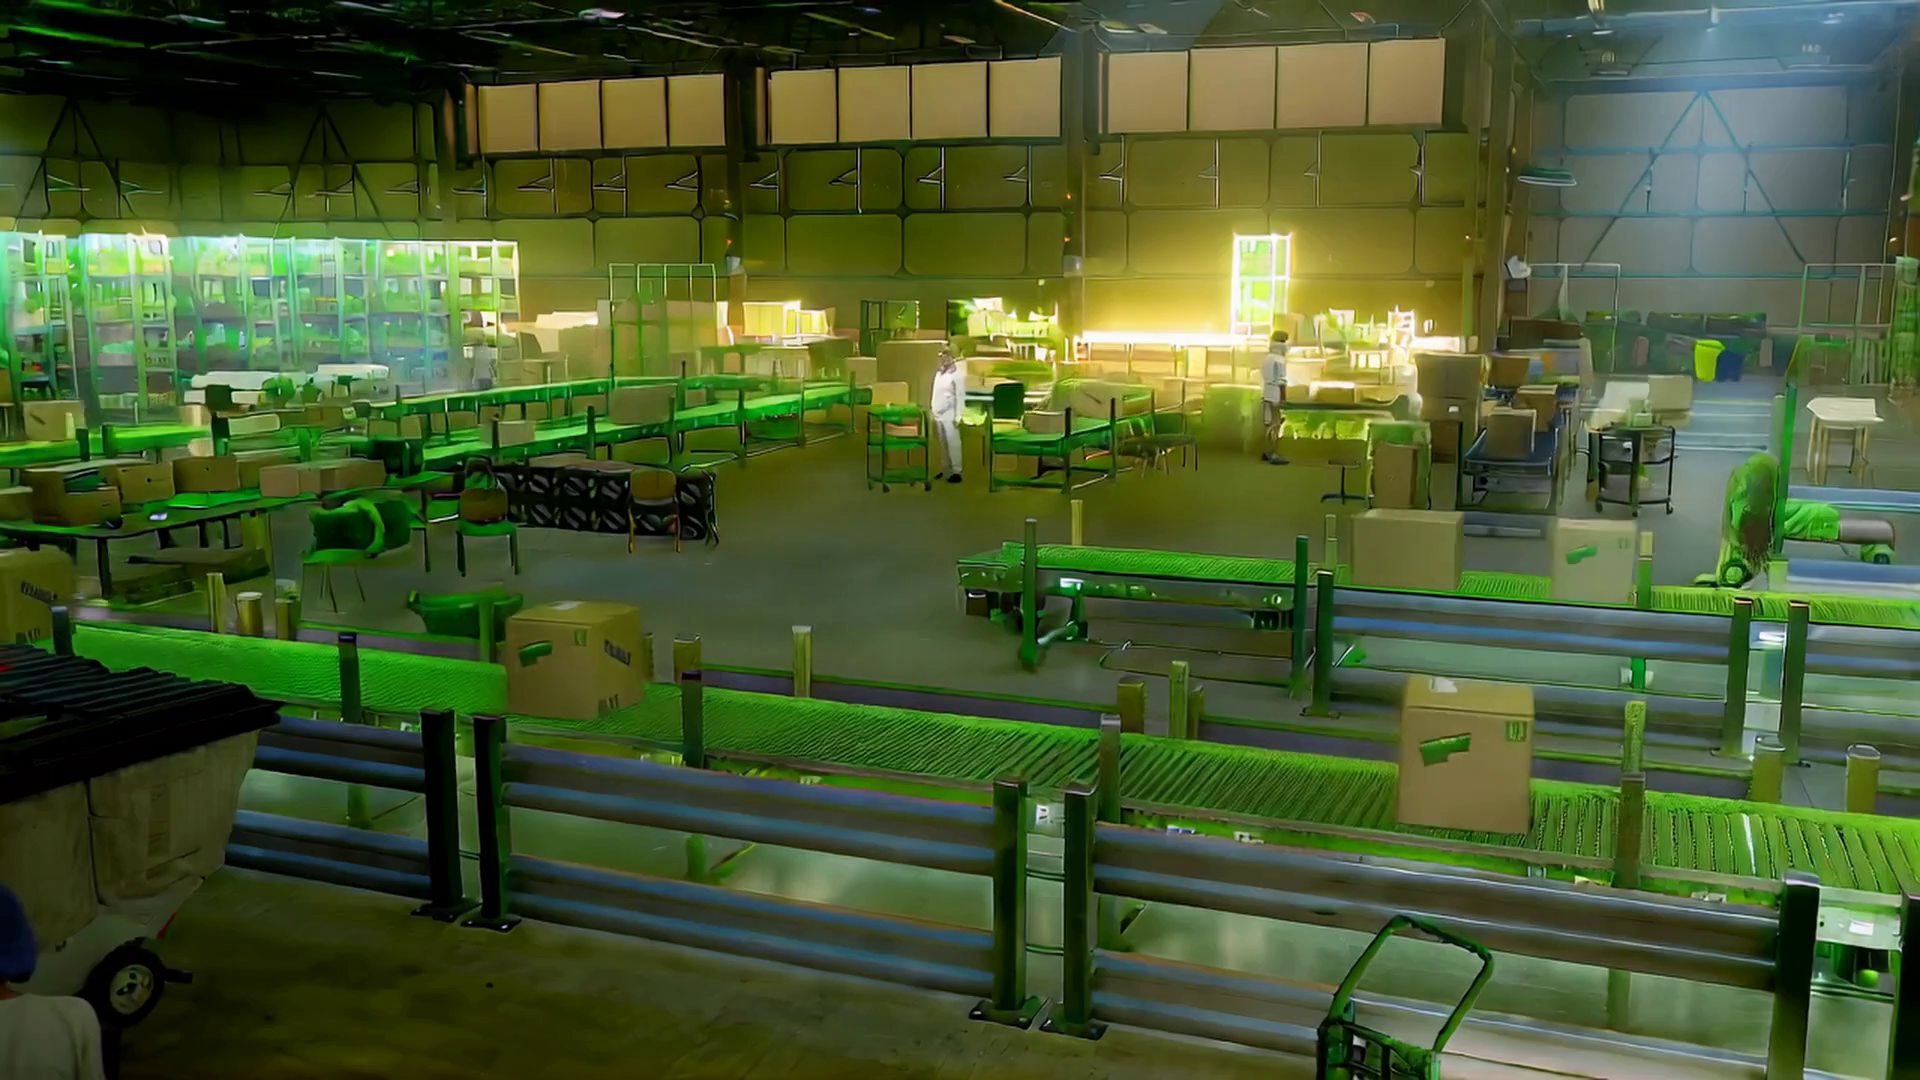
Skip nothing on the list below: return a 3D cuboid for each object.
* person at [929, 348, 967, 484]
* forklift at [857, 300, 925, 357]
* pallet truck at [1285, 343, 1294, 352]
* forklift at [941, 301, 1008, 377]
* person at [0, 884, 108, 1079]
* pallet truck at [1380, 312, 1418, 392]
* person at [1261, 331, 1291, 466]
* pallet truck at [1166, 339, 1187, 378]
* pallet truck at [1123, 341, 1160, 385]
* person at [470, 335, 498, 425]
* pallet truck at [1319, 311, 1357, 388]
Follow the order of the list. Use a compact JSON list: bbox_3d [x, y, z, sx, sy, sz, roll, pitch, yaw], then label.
[{"bbox_3d":[-0.184,-1.730,23.196,0.407,1.902,0.639,-6,11,-32],"label":"person"},{"bbox_3d":[-1.732,-5.109,42.468,1.157,1.987,2.680,4,10,22],"label":"forklift"},{"bbox_3d":[7.886,-4.163,39.743,0.653,1.274,1.630,4,10,22],"label":"pallet truck"},{"bbox_3d":[0.365,-4.966,41.571,1.157,1.987,2.680,3,10,20],"label":"forklift"},{"bbox_3d":[-2.234,1.587,3.897,0.498,1.633,0.279,-3,10,-19],"label":"person"},{"bbox_3d":[10.207,-4.283,38.369,0.823,1.965,1.885,3,10,20],"label":"pallet truck"},{"bbox_3d":[4.795,-2.139,25.240,0.375,2.044,0.605,-4,10,-21],"label":"person"},{"bbox_3d":[5.418,-4.269,40.420,0.704,1.261,1.522,3,10,20],"label":"pallet truck"},{"bbox_3d":[4.445,-4.380,41.279,0.680,1.201,1.601,4,10,22],"label":"pallet truck"},{"bbox_3d":[-9.088,-3.039,31.692,0.531,1.734,0.919,5,10,26],"label":"person"},{"bbox_3d":[9.071,-4.419,39.190,0.823,1.965,1.885,5,10,26],"label":"pallet truck"}]
